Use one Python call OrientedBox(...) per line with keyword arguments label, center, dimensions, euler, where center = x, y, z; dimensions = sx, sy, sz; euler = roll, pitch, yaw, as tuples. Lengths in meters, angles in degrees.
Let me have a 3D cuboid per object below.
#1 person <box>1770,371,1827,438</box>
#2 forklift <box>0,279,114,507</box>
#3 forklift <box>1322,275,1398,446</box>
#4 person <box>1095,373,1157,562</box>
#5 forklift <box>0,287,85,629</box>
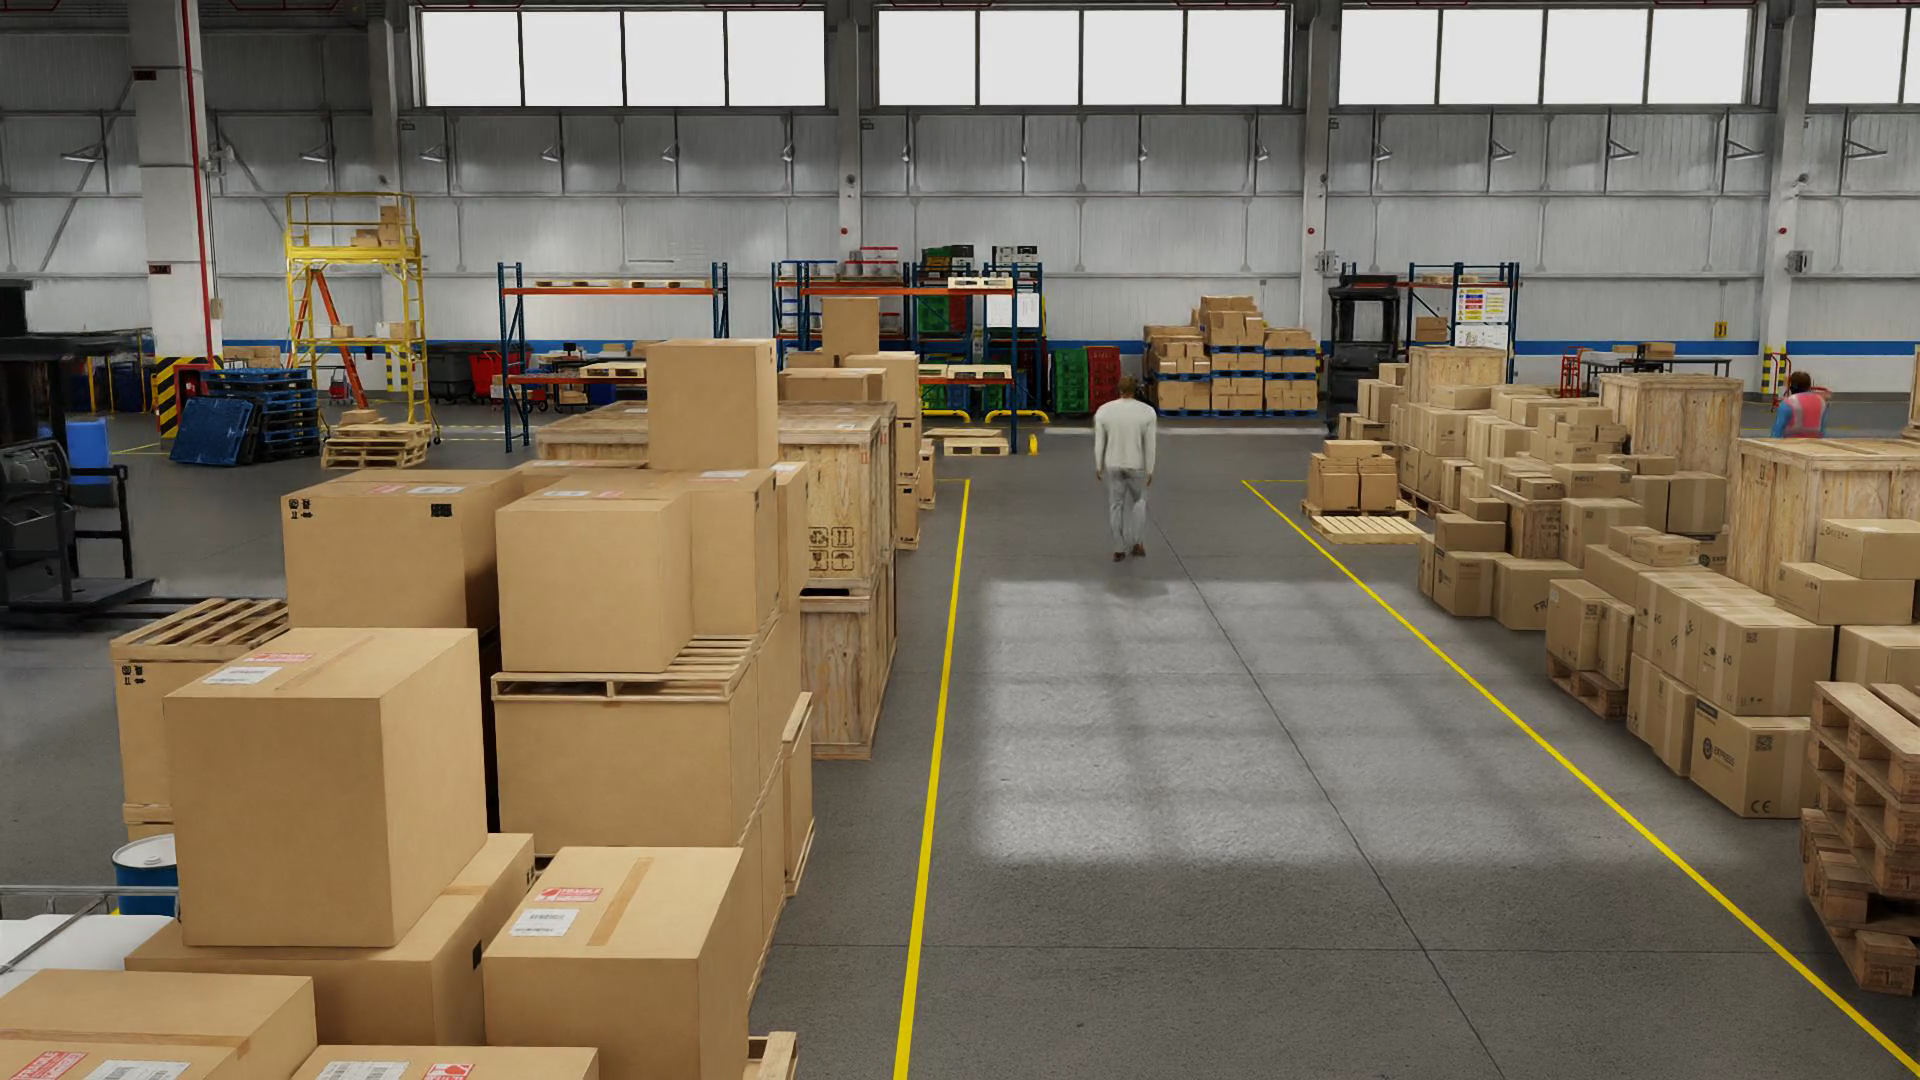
OrientedBox(label="person", center=(9.607, -1.038, 19.108), dimensions=(0.641, 1.798, 0.950), euler=(-4, 10, -21))
OrientedBox(label="forklift", center=(-11.538, -1.795, 20.389), dimensions=(1.873, 2.768, 1.129), euler=(-4, 10, -25))
OrientedBox(label="forklift", center=(6.741, -3.007, 27.646), dimensions=(1.129, 2.768, 1.873), euler=(3, 10, 19))
OrientedBox(label="person", center=(1.691, -0.747, 16.989), dimensions=(0.642, 1.920, 0.647), euler=(2, 10, 11))
OrientedBox(label="forklift", center=(-8.158, -0.722, 13.961), dimensions=(1.873, 2.768, 1.129), euler=(0, 9, 1))
